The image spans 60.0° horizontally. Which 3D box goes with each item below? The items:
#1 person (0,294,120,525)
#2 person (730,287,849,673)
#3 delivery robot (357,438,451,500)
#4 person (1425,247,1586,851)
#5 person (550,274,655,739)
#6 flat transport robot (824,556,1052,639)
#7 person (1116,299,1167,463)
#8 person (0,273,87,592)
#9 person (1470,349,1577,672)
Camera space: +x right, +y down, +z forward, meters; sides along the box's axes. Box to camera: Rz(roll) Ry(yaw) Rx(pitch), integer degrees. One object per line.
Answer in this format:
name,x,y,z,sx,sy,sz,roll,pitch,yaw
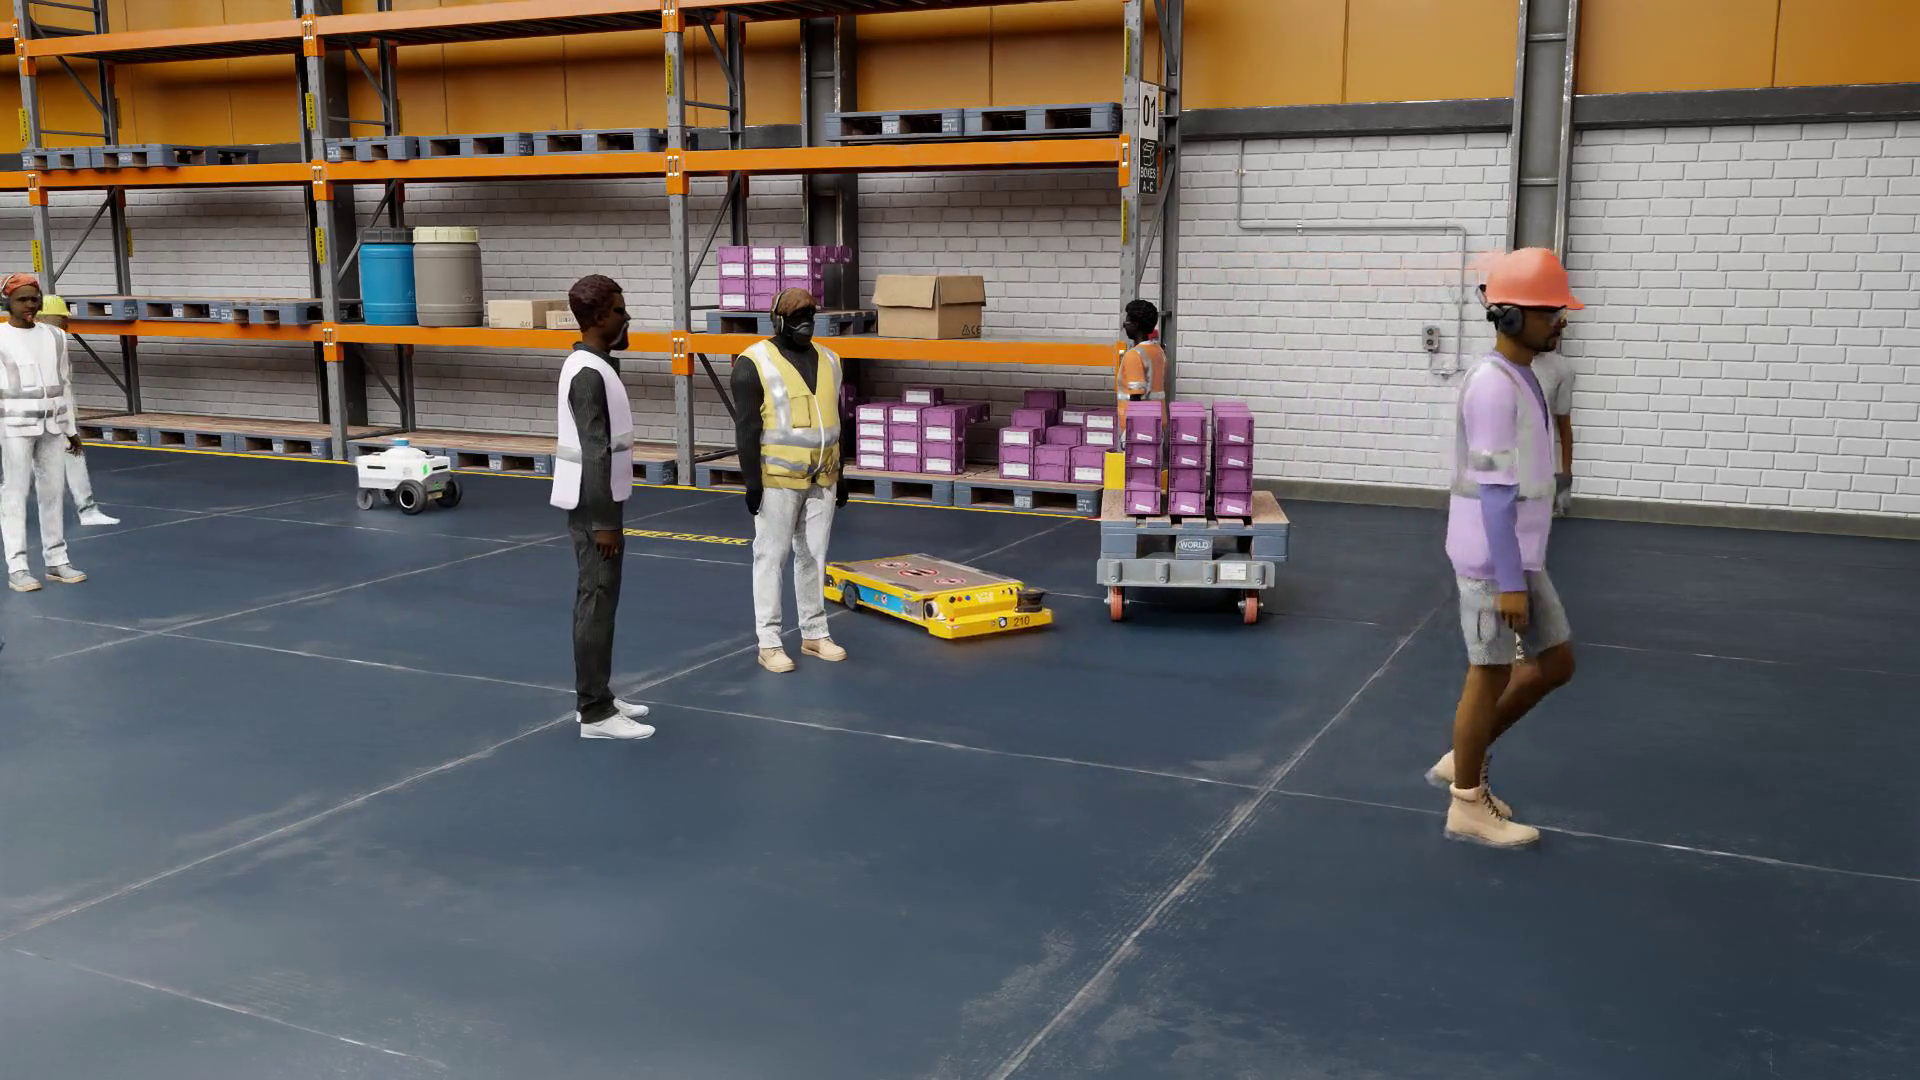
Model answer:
person,-6.702,-0.941,12.171,0.844,1.709,0.492,-2,10,-10
person,-0.792,-0.296,8.076,0.627,1.844,0.429,-9,13,-42
delivery robot,-4.325,-0.548,12.930,0.707,0.478,0.477,4,11,22
person,1.840,0.055,5.526,0.431,2.024,0.619,6,12,31
person,-1.510,-0.134,6.927,0.381,1.919,0.599,-2,10,-13
flat transport robot,-0.177,0.286,9.237,0.652,0.197,1.431,-7,12,-34
person,1.199,-0.742,11.042,0.316,1.695,0.540,5,11,25
person,-5.556,-0.646,9.956,0.341,1.882,0.587,5,11,27
person,2.690,-0.298,8.059,0.544,1.852,0.449,2,10,10
